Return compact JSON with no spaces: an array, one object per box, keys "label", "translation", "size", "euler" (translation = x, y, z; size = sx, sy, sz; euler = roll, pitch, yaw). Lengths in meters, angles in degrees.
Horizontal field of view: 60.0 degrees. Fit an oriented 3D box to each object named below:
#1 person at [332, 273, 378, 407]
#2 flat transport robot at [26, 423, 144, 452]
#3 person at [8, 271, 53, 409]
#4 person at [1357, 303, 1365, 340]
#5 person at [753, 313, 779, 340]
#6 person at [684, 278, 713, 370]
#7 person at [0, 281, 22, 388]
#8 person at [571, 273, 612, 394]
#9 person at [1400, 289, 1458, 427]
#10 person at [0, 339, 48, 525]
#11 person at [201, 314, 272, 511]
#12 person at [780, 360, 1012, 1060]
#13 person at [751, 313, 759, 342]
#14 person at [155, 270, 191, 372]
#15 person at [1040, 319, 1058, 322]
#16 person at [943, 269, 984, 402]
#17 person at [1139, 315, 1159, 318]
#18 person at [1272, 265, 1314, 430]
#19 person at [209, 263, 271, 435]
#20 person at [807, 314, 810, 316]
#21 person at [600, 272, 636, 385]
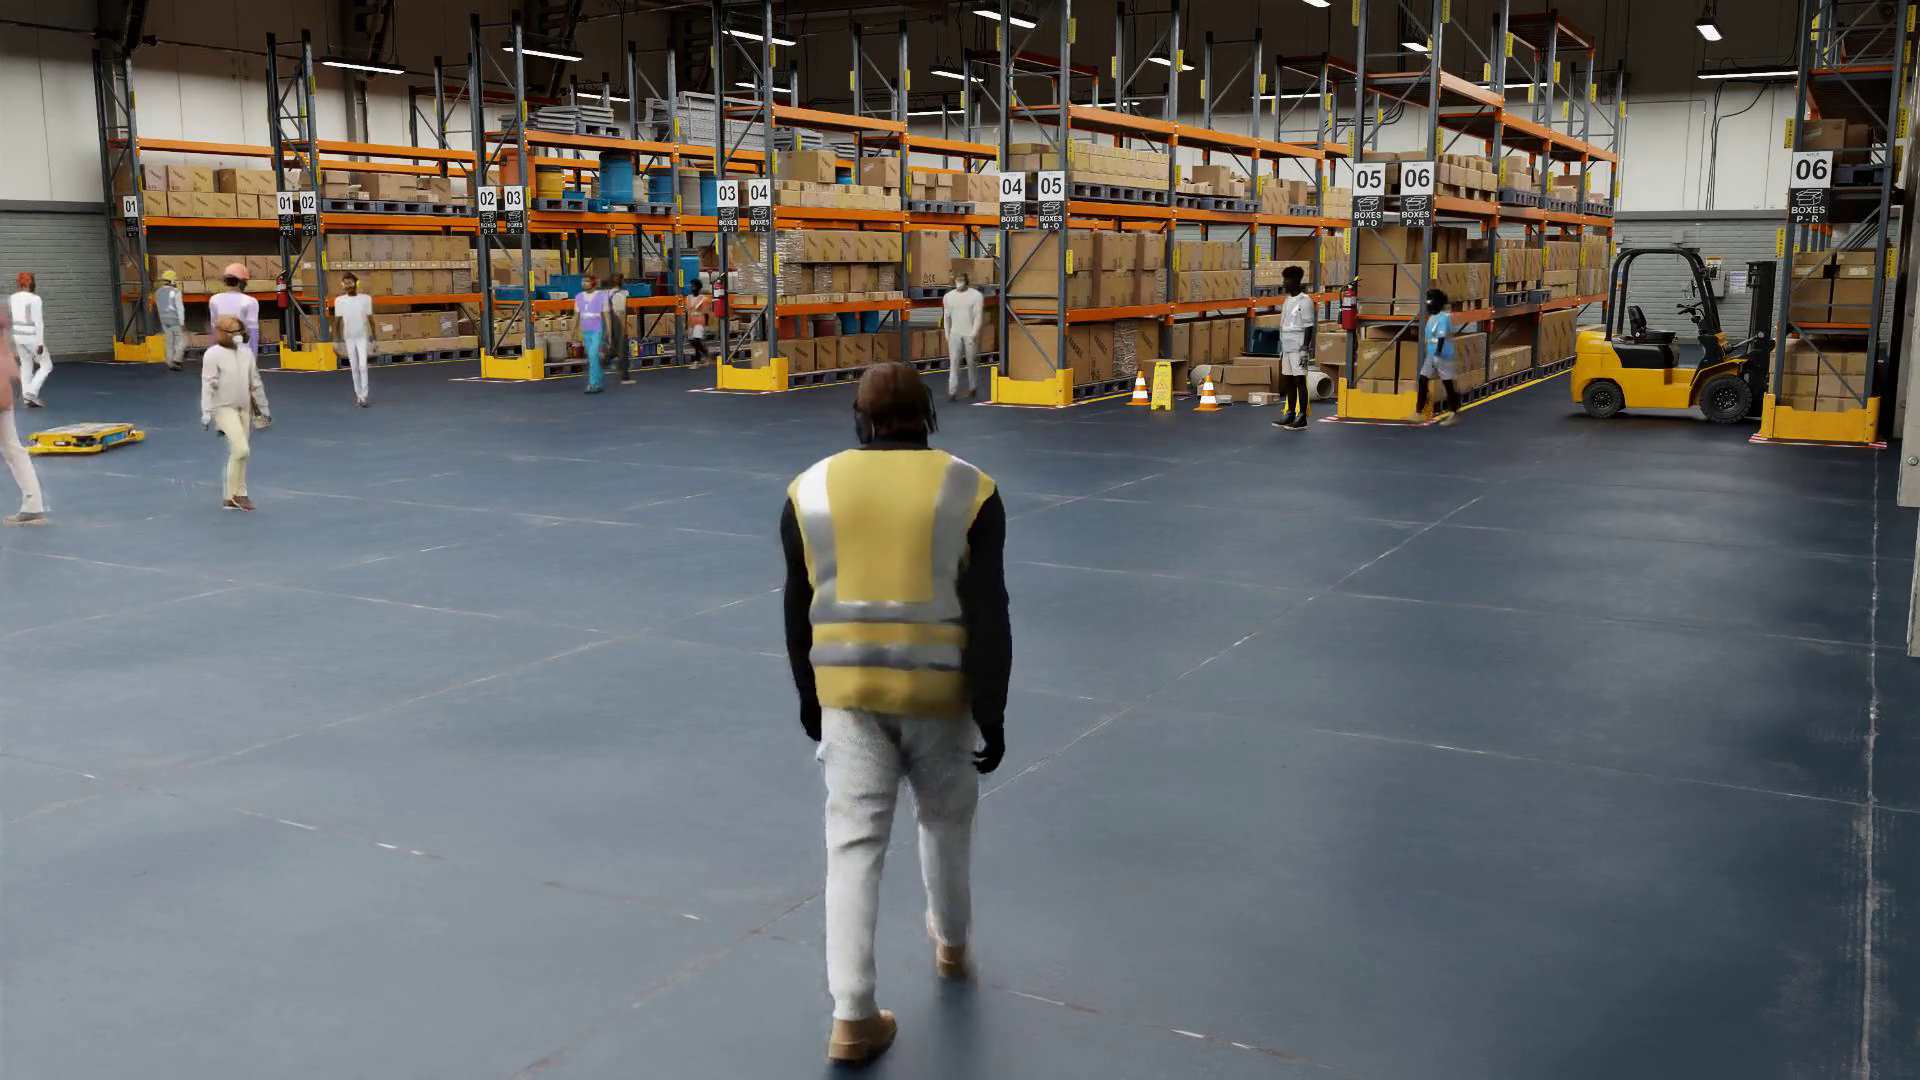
[{"label":"person","translation":[-8.329,-2.733,22.827],"size":[0.570,1.834,0.858],"euler":[-1,10,-8]},{"label":"flat transport robot","translation":[-9.415,-1.109,17.904],"size":[0.652,0.197,1.431],"euler":[-1,10,-5]},{"label":"person","translation":[-12.609,-2.702,22.578],"size":[0.584,1.871,0.404],"euler":[3,10,18]},{"label":"person","translation":[8.660,-5.033,36.245],"size":[0.511,1.860,0.332],"euler":[2,10,11]},{"label":"person","translation":[-4.299,-5.226,37.301],"size":[0.546,1.895,0.995],"euler":[7,12,35]},{"label":"person","translation":[-4.764,-3.950,30.416],"size":[0.539,1.676,0.663],"euler":[7,12,37]},{"label":"person","translation":[-14.602,-3.164,25.287],"size":[0.976,1.852,0.676],"euler":[-7,12,-36]},{"label":"person","translation":[-5.603,-3.102,25.034],"size":[0.605,1.812,0.812],"euler":[4,11,23]},{"label":"person","translation":[5.740,-2.208,20.235],"size":[0.770,1.657,0.607],"euler":[-2,10,-9]},{"label":"person","translation":[-7.541,-1.048,12.638],"size":[0.990,1.936,0.644],"euler":[-2,10,-11]},{"label":"person","translation":[-5.844,-1.018,13.441],"size":[0.495,1.604,0.612],"euler":[3,10,19]},{"label":"person","translation":[-0.162,0.419,4.509],"size":[0.652,1.786,0.960],"euler":[2,10,10]},{"label":"person","translation":[-4.638,-5.427,38.389],"size":[0.591,1.917,0.403],"euler":[6,11,30]},{"label":"person","translation":[-14.047,-3.896,29.689],"size":[0.623,1.817,0.434],"euler":[4,10,21]},{"label":"person","translation":[1.612,-3.602,27.326],"size":[0.687,2.000,0.626],"euler":[4,10,20]},{"label":"person","translation":[0.056,-2.951,23.967],"size":[0.616,1.893,0.983],"euler":[2,10,12]},{"label":"person","translation":[3.864,-4.770,34.783],"size":[0.596,1.836,0.980],"euler":[6,11,30]},{"label":"person","translation":[4.008,-2.304,19.957],"size":[0.363,1.960,0.614],"euler":[-3,10,-15]},{"label":"person","translation":[-8.495,-2.238,19.507],"size":[0.627,2.001,1.037],"euler":[0,10,1]},{"label":"person","translation":[-3.963,-6.146,42.279],"size":[0.612,2.025,0.709],"euler":[4,11,23]},{"label":"person","translation":[-5.532,-3.364,26.558],"size":[0.520,1.828,0.664],"euler":[9,13,41]}]
